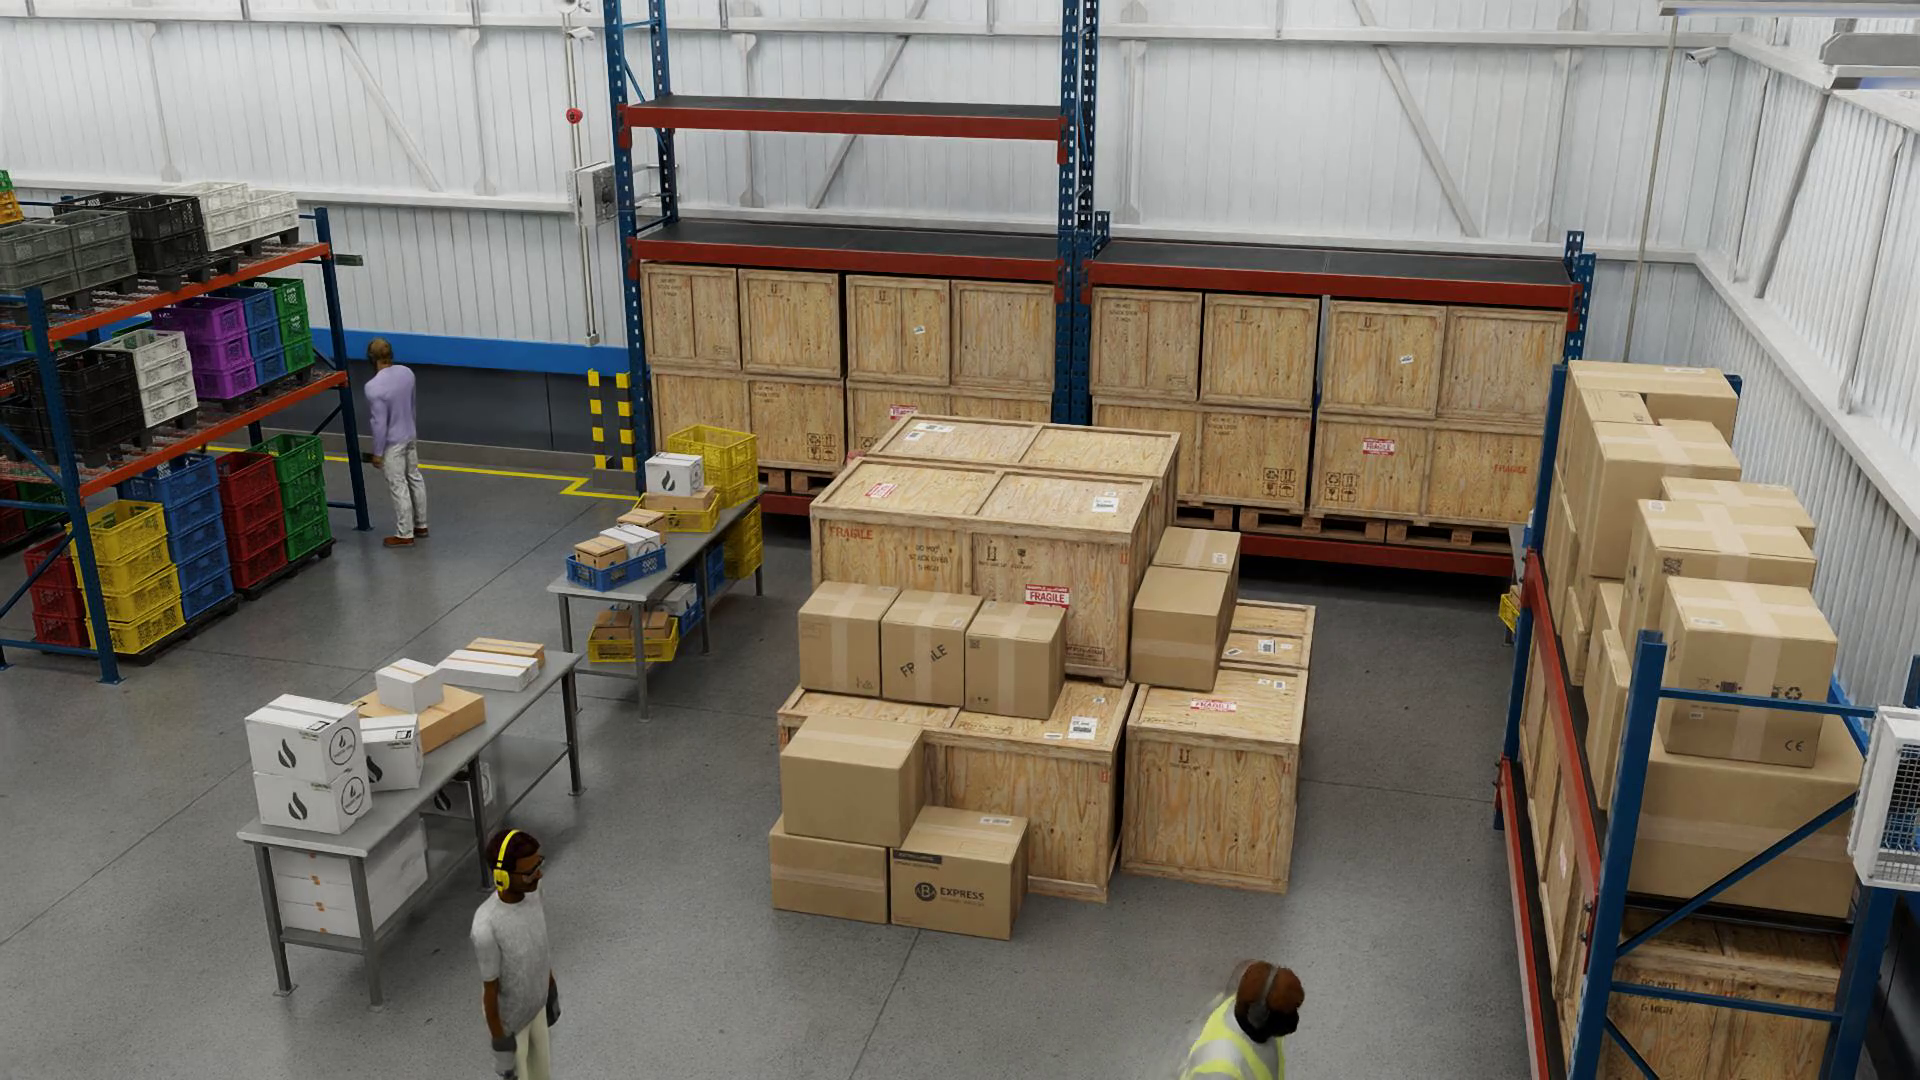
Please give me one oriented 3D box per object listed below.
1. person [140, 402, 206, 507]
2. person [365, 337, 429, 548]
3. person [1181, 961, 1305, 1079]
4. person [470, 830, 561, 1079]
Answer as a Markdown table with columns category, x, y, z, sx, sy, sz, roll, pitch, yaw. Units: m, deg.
| category | x | y | z | sx | sy | sz | roll | pitch | yaw |
| --- | --- | --- | --- | --- | --- | --- | --- | --- | --- |
| person | -7.194 | -0.922 | 15.176 | 0.575 | 1.885 | 0.361 | -5 | 22 | -14 |
| person | -5.096 | -0.878 | 14.993 | 0.372 | 1.935 | 0.627 | 6 | 22 | 14 |
| person | 0.942 | 2.407 | 6.599 | 0.792 | 1.803 | 0.647 | 10 | 23 | 24 |
| person | -1.917 | 2.098 | 7.319 | 0.328 | 1.862 | 0.503 | 6 | 22 | 16 |
